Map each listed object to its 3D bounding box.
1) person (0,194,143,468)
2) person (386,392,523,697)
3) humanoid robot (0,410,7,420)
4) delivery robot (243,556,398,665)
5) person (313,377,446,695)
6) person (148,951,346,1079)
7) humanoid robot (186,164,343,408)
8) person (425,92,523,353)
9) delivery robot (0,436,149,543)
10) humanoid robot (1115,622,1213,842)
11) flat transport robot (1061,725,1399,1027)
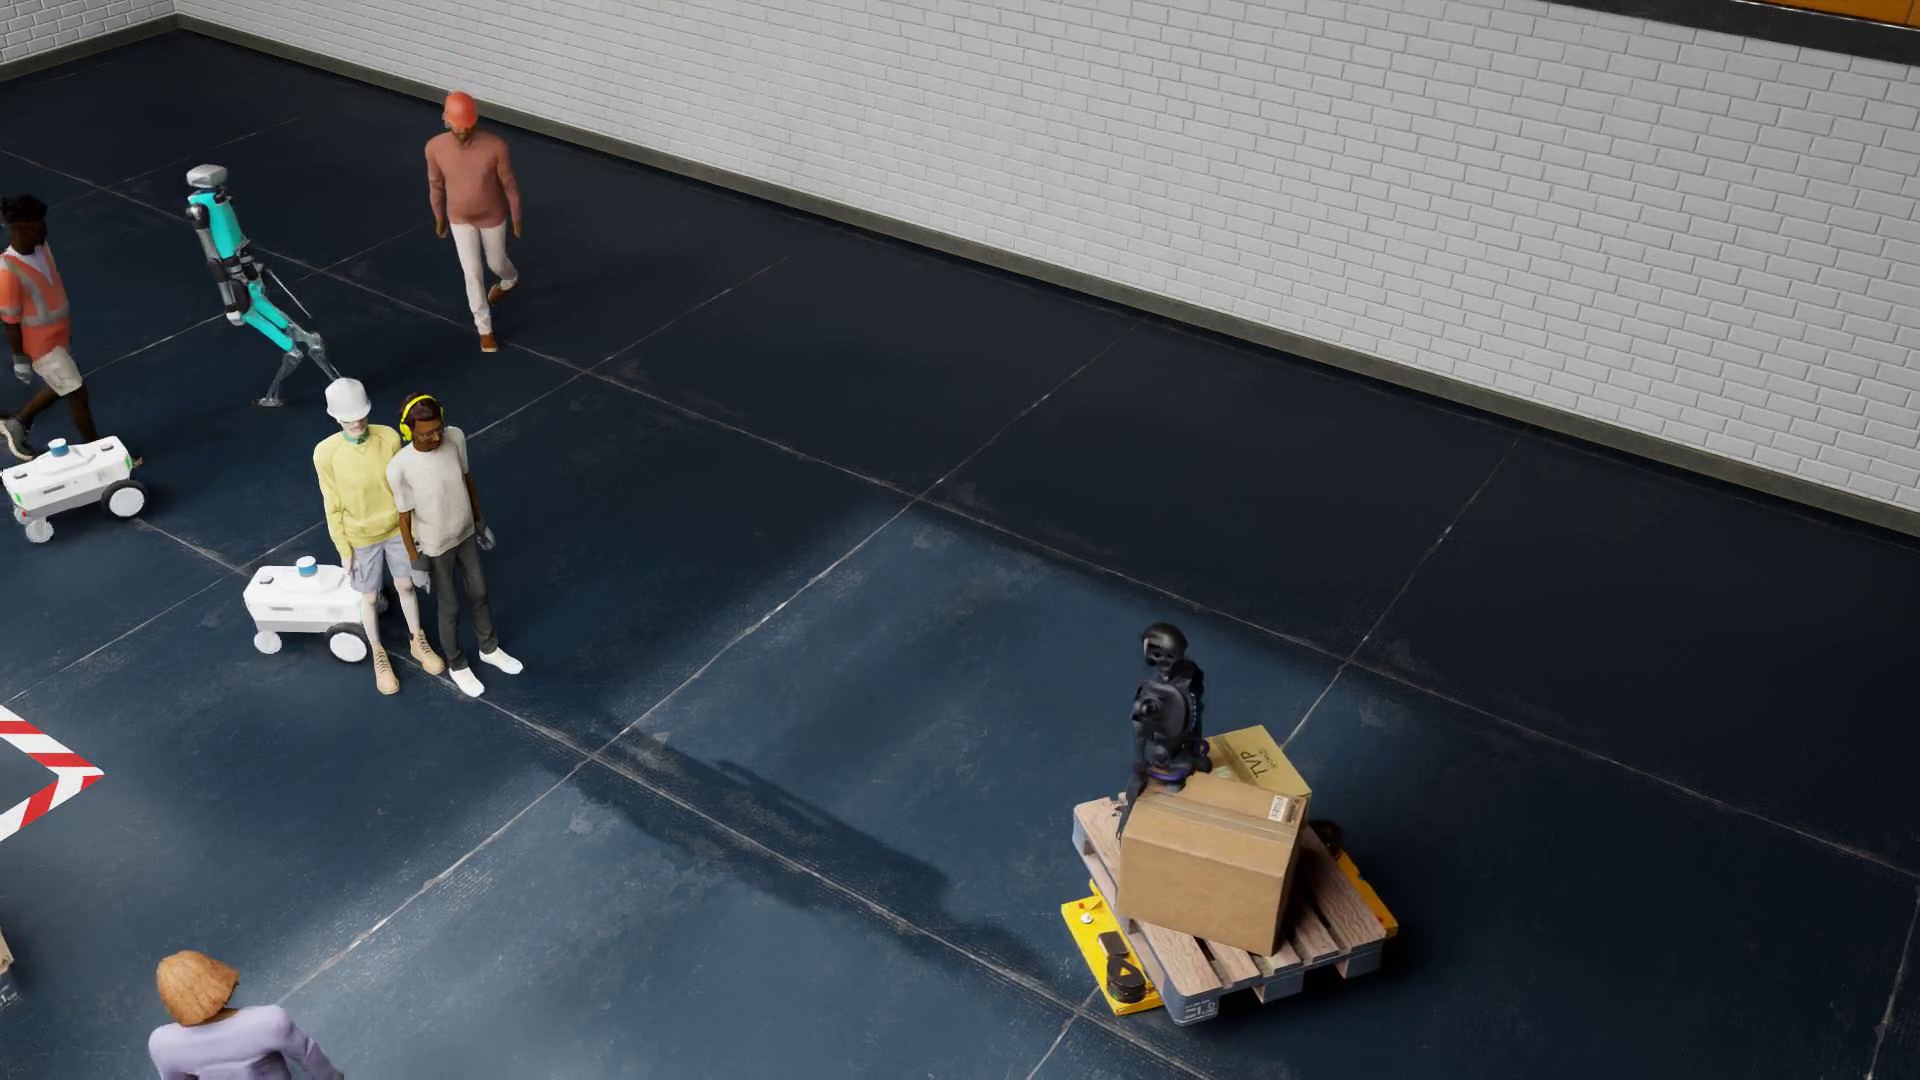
[{"bbox_3d":[-5.968,-1.301,10.689,0.837,1.925,0.613,-4,35,-6],"label":"person"},{"bbox_3d":[-2.708,0.020,8.855,0.345,1.856,0.528,21,40,27],"label":"person"},{"bbox_3d":[-7.043,-1.444,11.131,0.730,1.632,0.591,-14,37,-19],"label":"humanoid robot"},{"bbox_3d":[-3.646,0.370,9.497,0.803,0.608,0.499,1,35,2],"label":"delivery robot"},{"bbox_3d":[-3.130,-0.041,8.910,0.471,1.892,0.387,-24,41,-30],"label":"person"},{"bbox_3d":[-2.583,2.111,6.090,0.525,1.580,0.860,1,35,1],"label":"person"},{"bbox_3d":[-4.678,-1.670,11.431,0.879,1.841,0.568,3,35,4],"label":"humanoid robot"},{"bbox_3d":[-3.549,-2.434,12.281,0.657,1.949,0.837,-6,35,-8],"label":"person"},{"bbox_3d":[-5.611,-0.363,10.545,0.813,0.609,0.499,-25,42,-31],"label":"delivery robot"},{"bbox_3d":[0.938,1.093,7.495,0.383,1.647,0.609,24,42,30],"label":"humanoid robot"},{"bbox_3d":[1.258,1.745,7.769,1.431,0.231,0.659,-11,37,-16],"label":"flat transport robot"}]
